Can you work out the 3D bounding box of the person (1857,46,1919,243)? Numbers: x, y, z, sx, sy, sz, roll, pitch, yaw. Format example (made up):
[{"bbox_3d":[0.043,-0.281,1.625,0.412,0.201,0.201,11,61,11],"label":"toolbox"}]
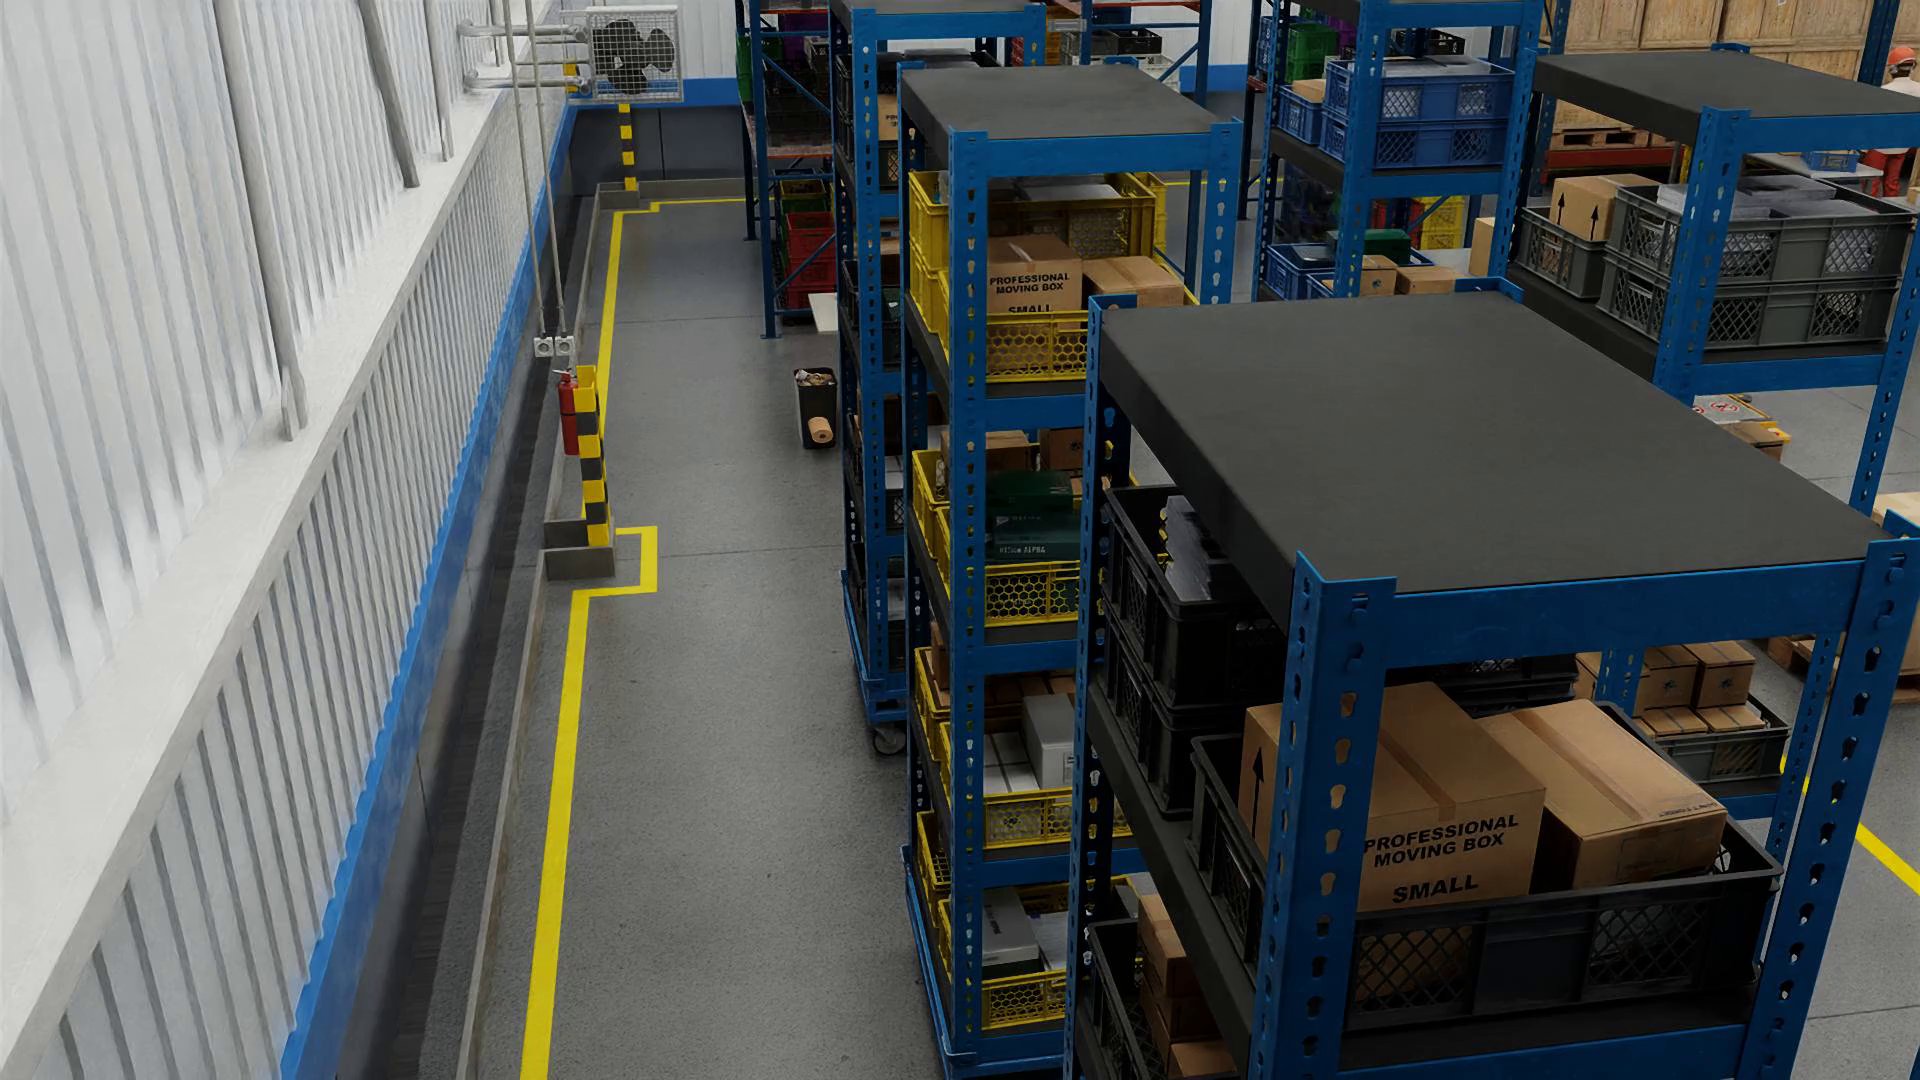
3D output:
[{"bbox_3d":[9.414,-3.994,16.928,0.610,1.985,0.390,-6,25,-12],"label":"person"}]

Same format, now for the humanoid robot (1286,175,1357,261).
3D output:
[{"bbox_3d":[3.119,-2.605,14.339,0.591,1.639,0.699,-5,25,-11],"label":"humanoid robot"}]

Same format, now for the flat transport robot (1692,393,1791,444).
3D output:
[{"bbox_3d":[5.224,-0.859,12.132,1.431,0.197,0.652,-4,25,-8],"label":"flat transport robot"}]
